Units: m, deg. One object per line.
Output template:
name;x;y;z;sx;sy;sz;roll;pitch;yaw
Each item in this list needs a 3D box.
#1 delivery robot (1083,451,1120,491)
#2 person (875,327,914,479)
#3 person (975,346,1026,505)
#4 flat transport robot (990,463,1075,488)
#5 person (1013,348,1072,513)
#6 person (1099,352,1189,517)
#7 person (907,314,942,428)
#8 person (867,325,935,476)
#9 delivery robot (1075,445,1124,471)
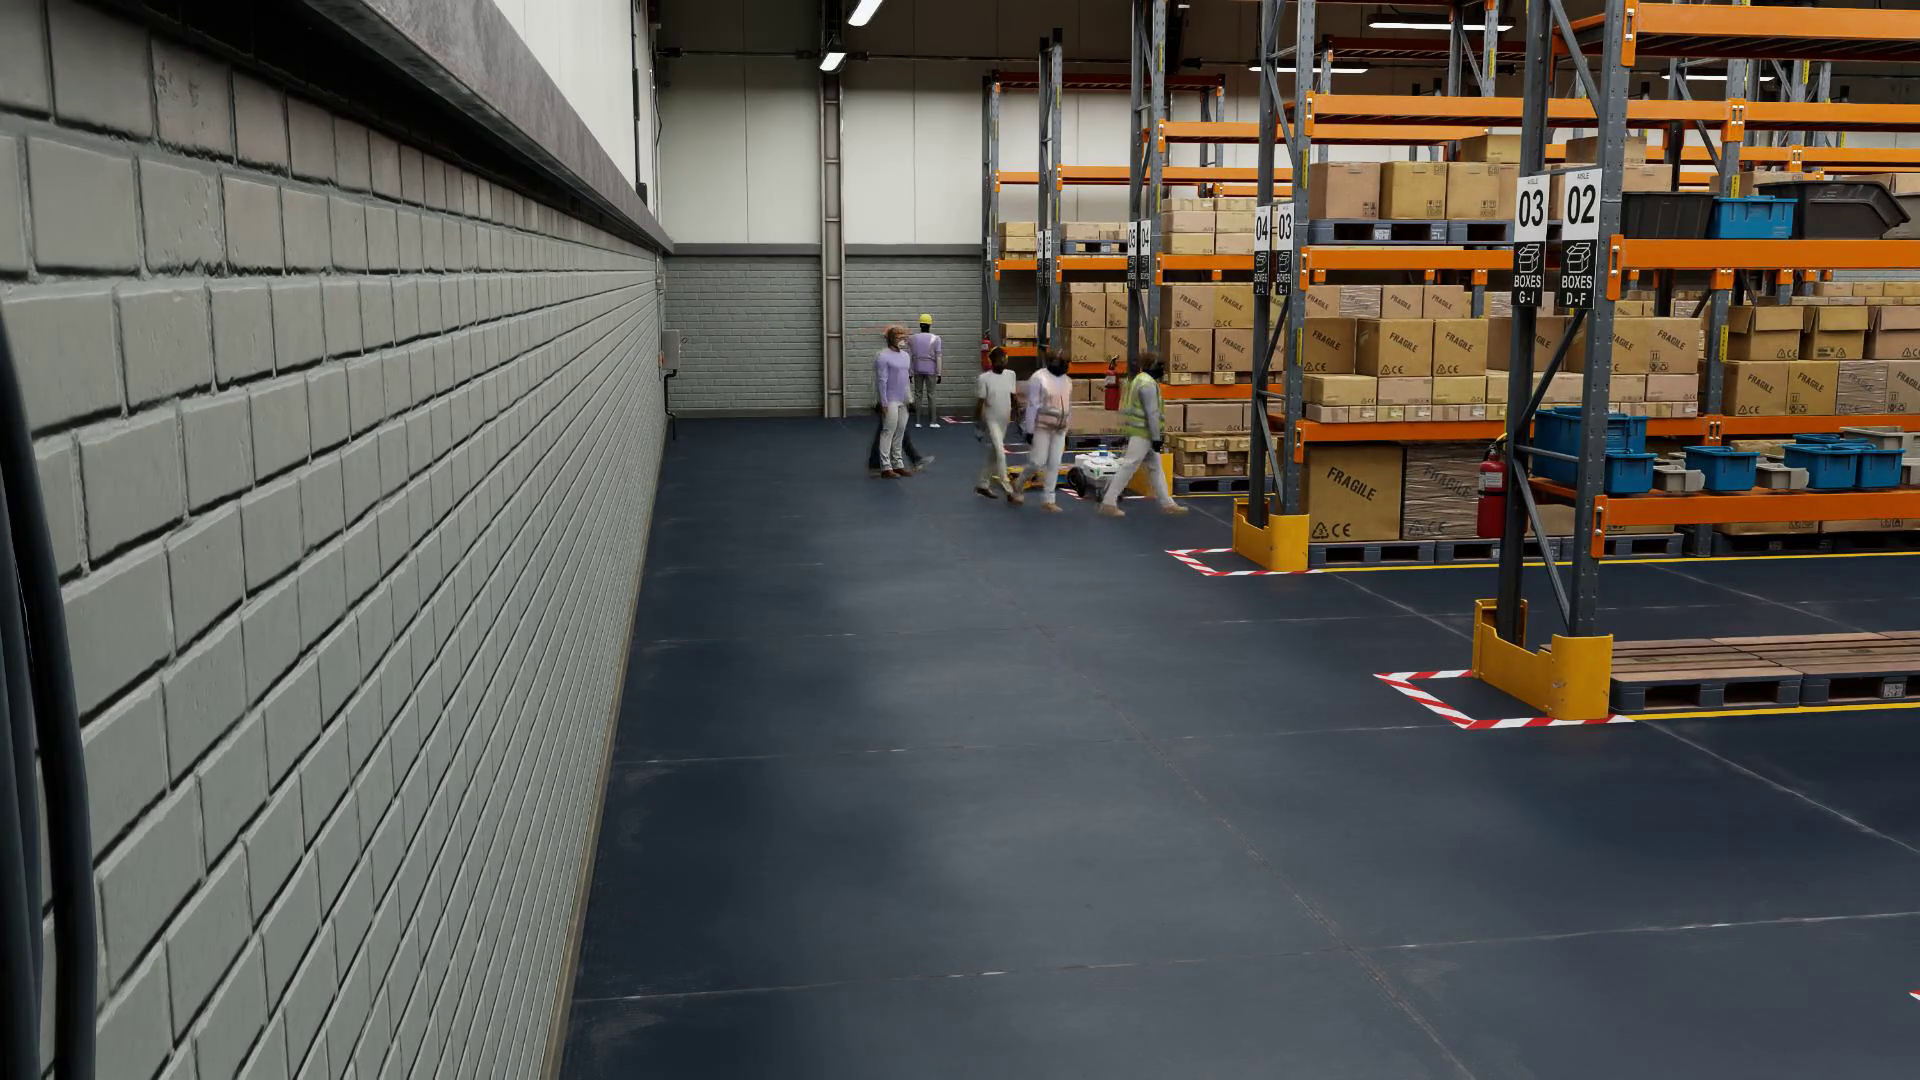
delivery robot;1.663;-0.788;19.291;0.477;0.478;0.707;-2;9;-9
person;-0.827;-1.759;21.312;0.372;1.940;0.632;6;11;33
person;0.430;-1.318;19.039;0.545;1.803;0.955;-7;12;-38
flat transport robot;1.157;-0.805;20.559;1.431;0.197;0.652;-4;10;-25
person;0.946;-1.216;18.382;0.671;1.807;0.645;-7;12;-38
person;1.965;-1.133;17.933;0.977;1.794;0.672;0;9;1
person;-0.595;-2.835;27.981;0.589;1.928;0.386;2;9;13
person;-0.765;-1.803;21.563;1.022;1.938;0.609;-3;10;-18
delivery robot;1.708;-0.901;19.987;0.477;0.478;0.707;-7;11;-35
